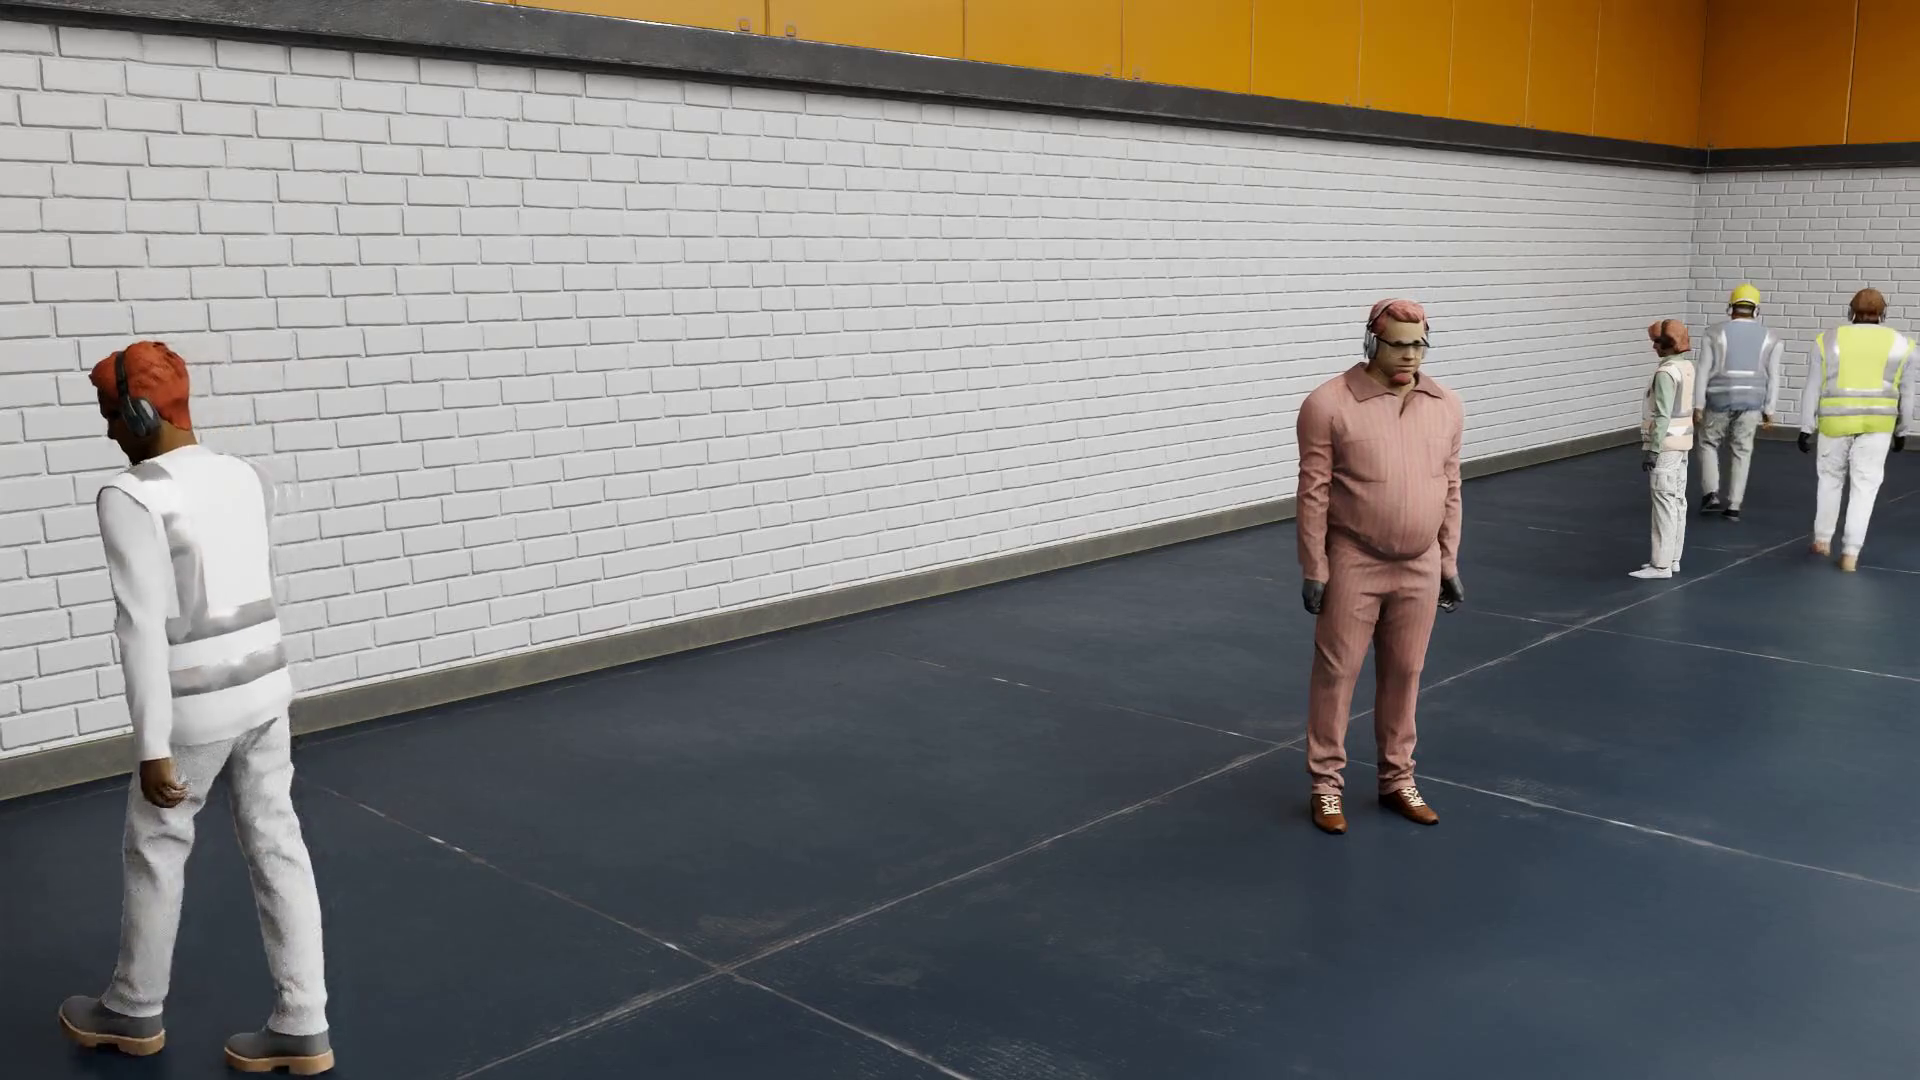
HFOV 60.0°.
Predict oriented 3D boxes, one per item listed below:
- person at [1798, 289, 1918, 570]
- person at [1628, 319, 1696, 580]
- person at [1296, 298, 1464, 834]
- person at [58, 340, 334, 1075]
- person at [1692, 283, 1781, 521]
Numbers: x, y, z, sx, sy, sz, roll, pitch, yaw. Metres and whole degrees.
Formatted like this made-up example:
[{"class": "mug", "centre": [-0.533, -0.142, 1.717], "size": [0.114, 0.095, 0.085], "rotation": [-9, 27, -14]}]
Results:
[{"class": "person", "centre": [5.910, -0.743, 10.984], "size": [0.651, 1.802, 0.909], "rotation": [5, 11, 27]}, {"class": "person", "centre": [4.432, -0.565, 10.440], "size": [0.310, 1.640, 0.514], "rotation": [8, 13, 38]}, {"class": "person", "centre": [1.512, 0.095, 5.944], "size": [0.638, 1.903, 0.408], "rotation": [-2, 10, -14]}, {"class": "person", "centre": [-1.968, 0.430, 4.184], "size": [0.886, 1.839, 0.592], "rotation": [3, 10, 17]}, {"class": "person", "centre": [5.918, -1.050, 12.730], "size": [0.609, 1.805, 0.462], "rotation": [2, 10, 11]}]
